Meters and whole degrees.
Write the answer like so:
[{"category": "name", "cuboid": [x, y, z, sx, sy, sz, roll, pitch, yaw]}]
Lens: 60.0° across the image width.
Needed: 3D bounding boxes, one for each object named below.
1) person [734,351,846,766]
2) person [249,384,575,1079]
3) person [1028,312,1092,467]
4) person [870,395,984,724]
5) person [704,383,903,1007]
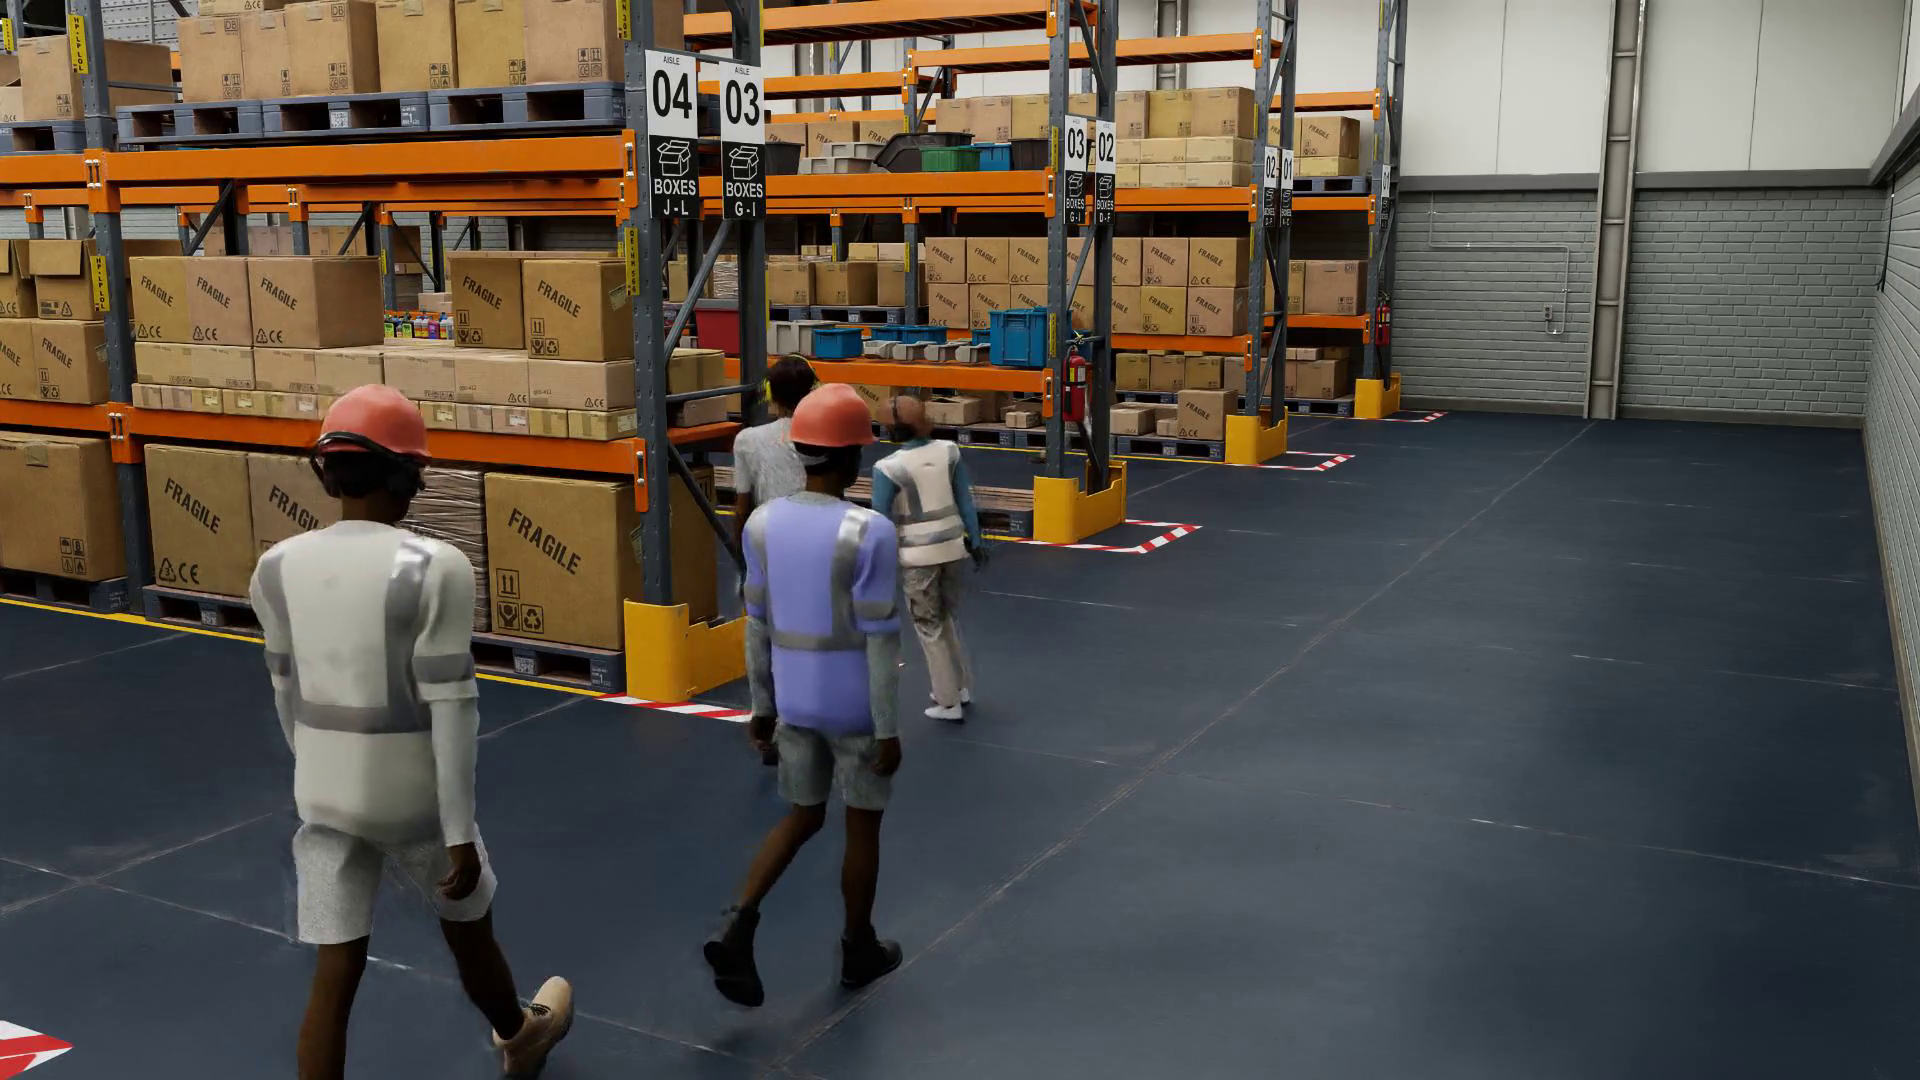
[{"category": "person", "cuboid": [-0.711, 0.116, 7.224, 0.527, 1.855, 0.438, 1, 10, 5]}, {"category": "person", "cuboid": [-1.392, 0.607, 4.189, 0.622, 1.980, 1.059, 3, 11, 14]}, {"category": "person", "cuboid": [1.130, -1.524, 16.892, 0.841, 1.589, 0.512, 2, 11, 13]}, {"category": "person", "cuboid": [-0.172, 0.095, 8.018, 0.577, 1.594, 0.457, -9, 14, -40]}, {"category": "person", "cuboid": [-0.442, 0.493, 4.999, 0.549, 1.919, 0.717, 7, 12, 33]}]
